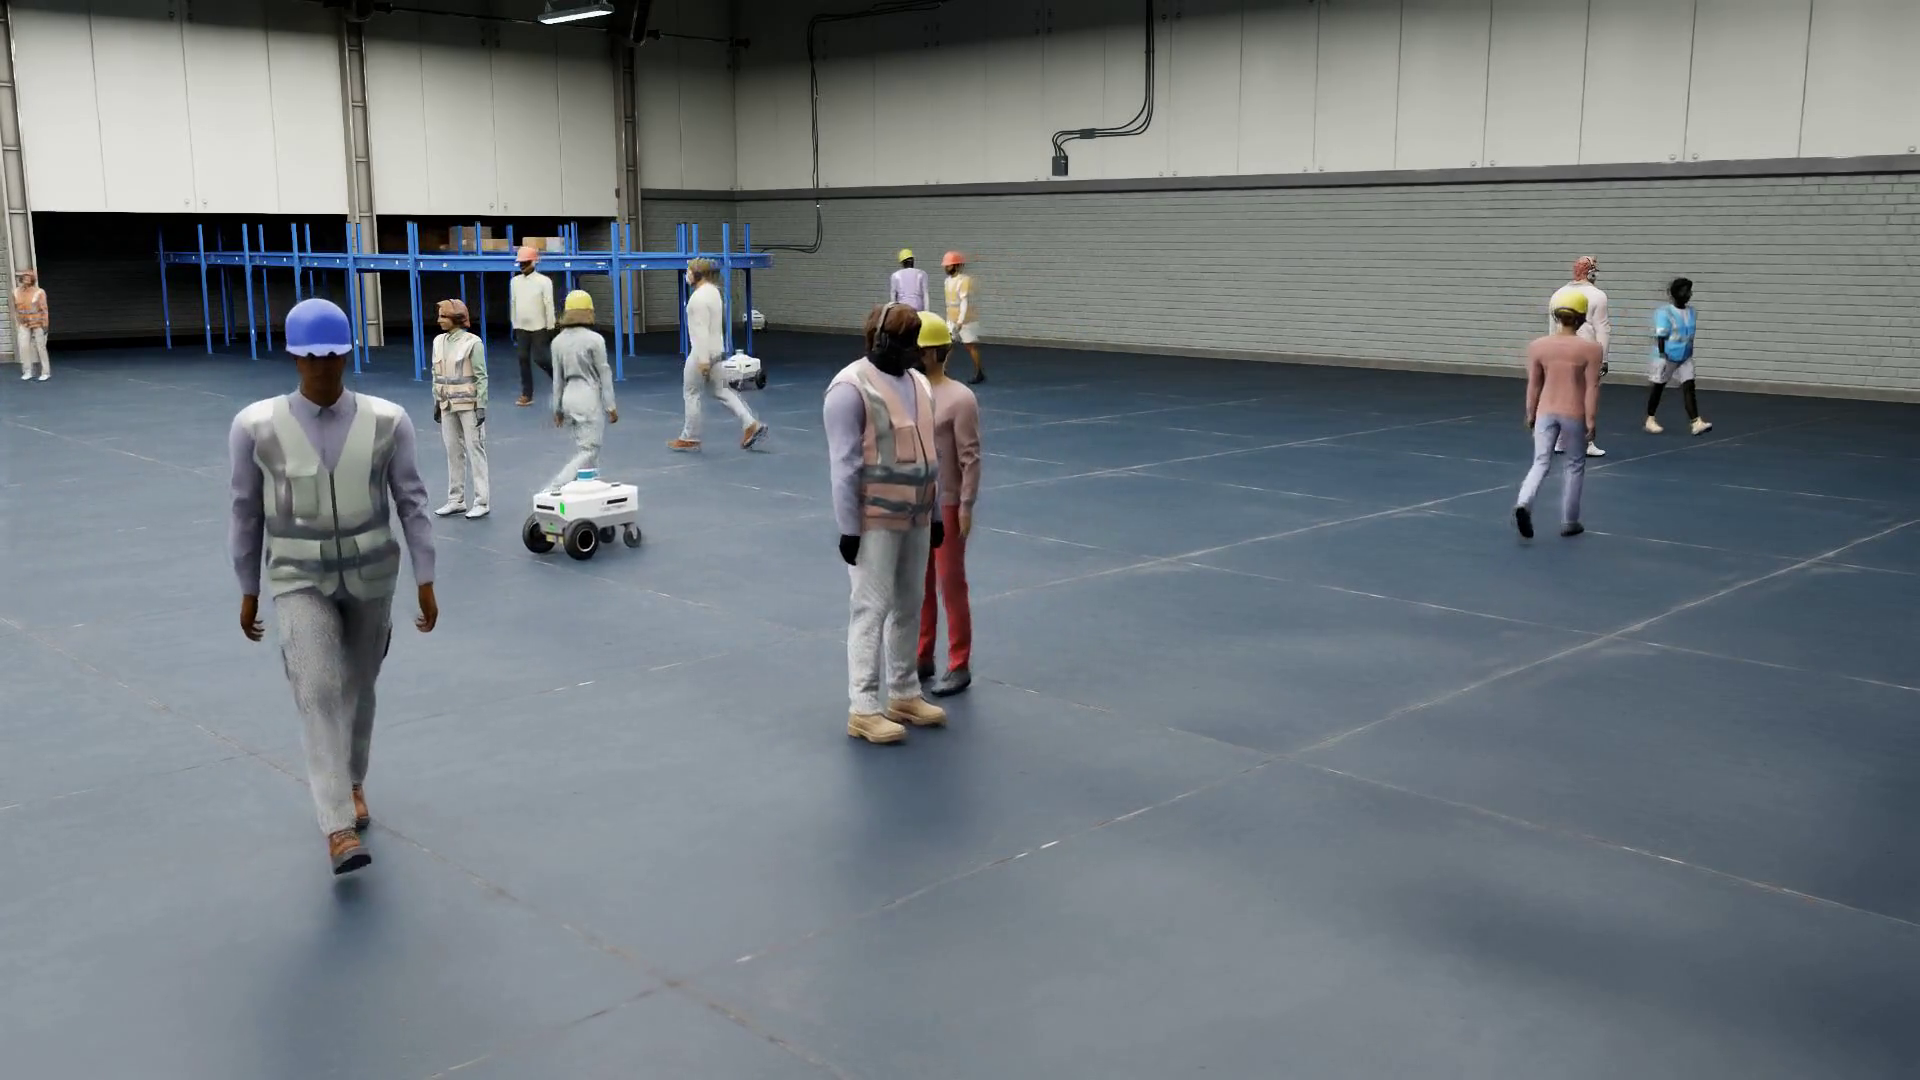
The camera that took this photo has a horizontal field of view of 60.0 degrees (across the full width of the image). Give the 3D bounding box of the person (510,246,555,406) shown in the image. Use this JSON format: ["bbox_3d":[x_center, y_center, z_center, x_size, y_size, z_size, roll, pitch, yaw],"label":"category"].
[{"bbox_3d":[-5.339,-2.696,20.921,0.620,1.978,0.637,4,11,22],"label":"person"}]

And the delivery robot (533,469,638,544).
[{"bbox_3d":[-2.517,-0.235,11.222,0.477,0.478,0.707,8,13,36],"label":"delivery robot"}]

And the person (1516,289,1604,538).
[{"bbox_3d":[4.181,-0.871,11.603,0.523,1.741,0.775,9,14,40],"label":"person"}]

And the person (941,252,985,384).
[{"bbox_3d":[-0.027,-3.136,23.605,0.983,1.886,0.550,-9,14,-42],"label":"person"}]

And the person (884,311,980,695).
[{"bbox_3d":[-0.143,-0.173,7.724,0.327,1.765,0.533,-10,14,-44],"label":"person"}]

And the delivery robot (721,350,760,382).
[{"bbox_3d":[-3.030,-2.384,22.941,0.477,0.478,0.707,3,11,16],"label":"delivery robot"}]

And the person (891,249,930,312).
[{"bbox_3d":[-0.783,-3.630,26.246,0.606,1.897,0.625,-1,10,-4],"label":"person"}]

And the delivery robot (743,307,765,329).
[{"bbox_3d":[-4.507,-4.844,36.354,0.477,0.478,0.707,-4,11,-19],"label":"delivery robot"}]

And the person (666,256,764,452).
[{"bbox_3d":[-2.421,-1.824,16.348,0.907,1.916,0.644,2,10,8],"label":"person"}]

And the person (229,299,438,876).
[{"bbox_3d":[-2.096,0.143,5.634,0.638,1.891,0.984,-6,12,-28],"label":"person"}]

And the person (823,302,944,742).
[{"bbox_3d":[-0.307,-0.086,7.078,0.430,1.834,0.644,8,13,36],"label":"person"}]

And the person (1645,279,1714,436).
[{"bbox_3d":[7.591,-1.922,17.555,0.552,1.644,0.871,-3,11,-17],"label":"person"}]

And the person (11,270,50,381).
[{"bbox_3d":[-13.429,-3.093,24.070,0.531,1.602,0.668,-1,10,-4],"label":"person"}]

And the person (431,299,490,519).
[{"bbox_3d":[-3.756,-0.984,12.498,0.522,1.636,0.311,6,12,29],"label":"person"}]

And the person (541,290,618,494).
[{"bbox_3d":[-2.840,-0.985,12.281,0.493,1.711,0.736,7,12,33],"label":"person"}]

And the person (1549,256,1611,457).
[{"bbox_3d":[5.984,-1.768,16.032,0.410,1.909,0.643,-7,12,-32],"label":"person"}]
